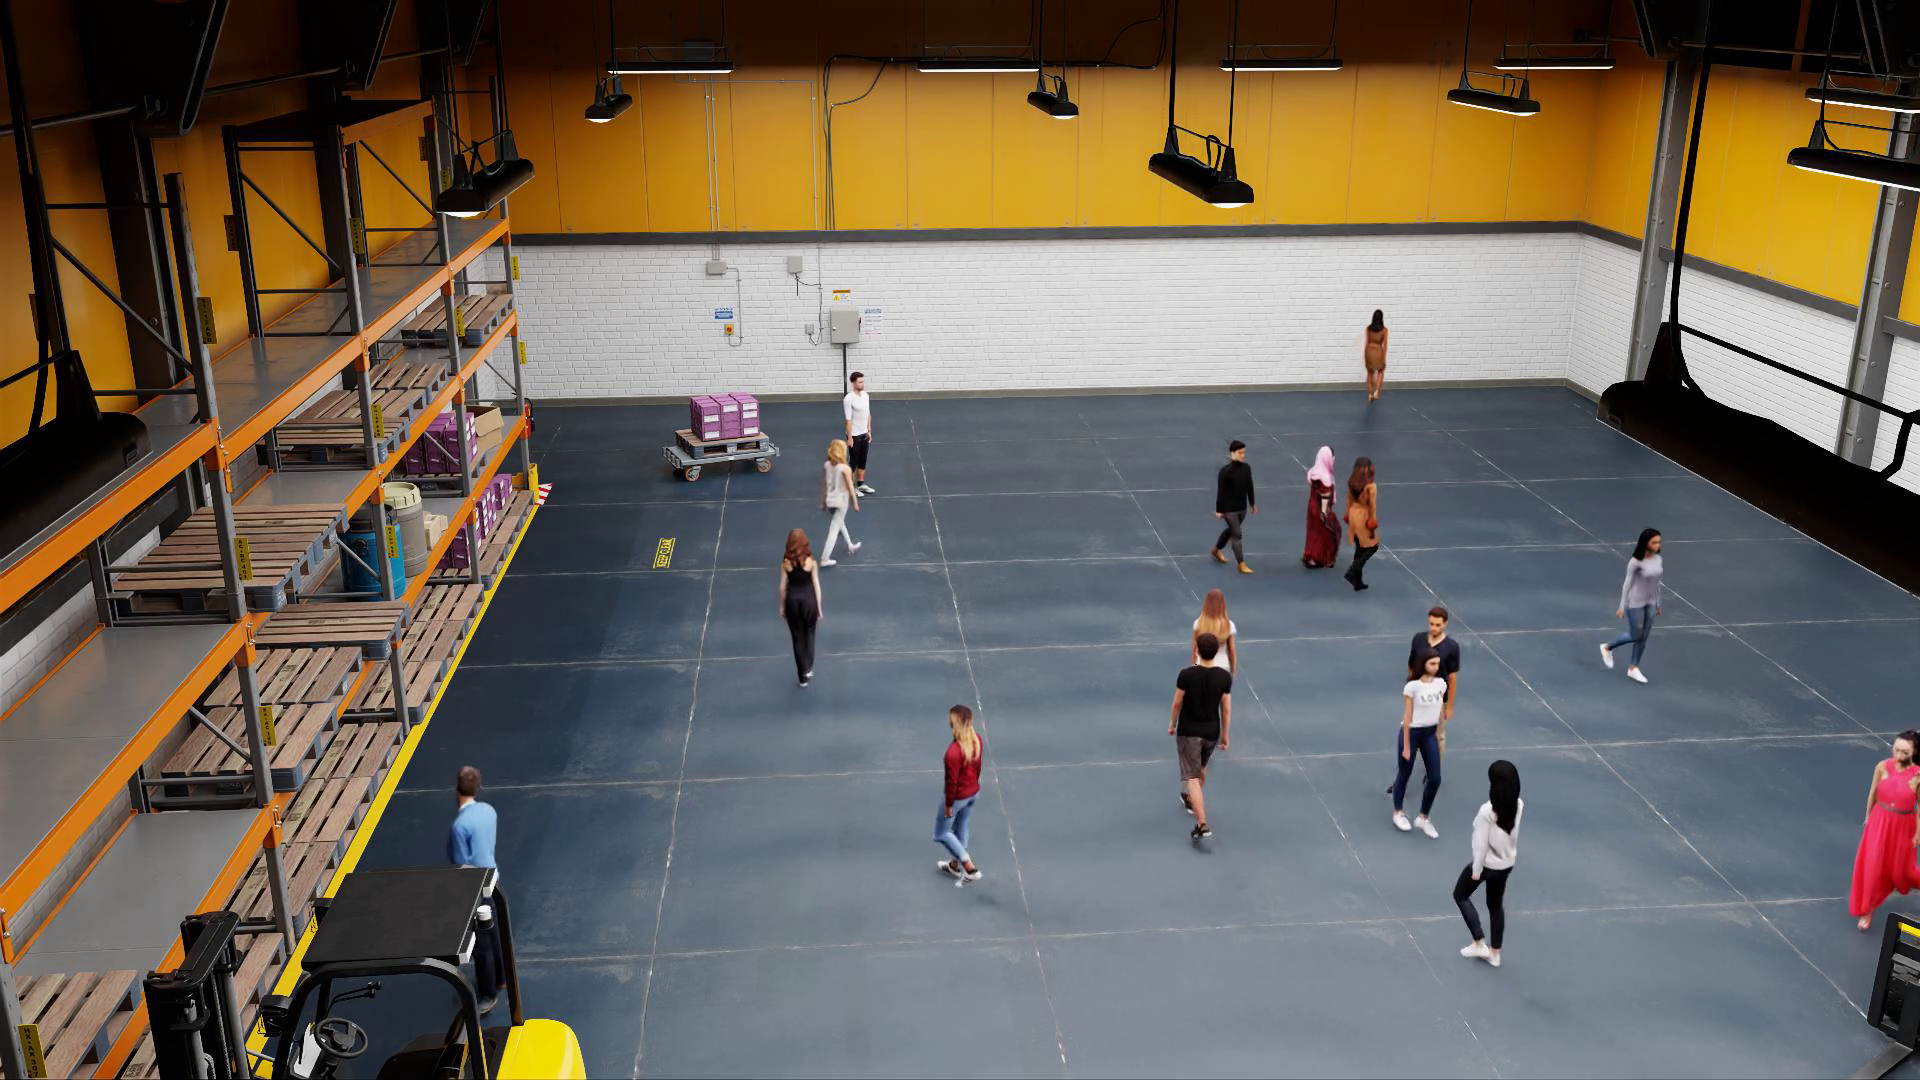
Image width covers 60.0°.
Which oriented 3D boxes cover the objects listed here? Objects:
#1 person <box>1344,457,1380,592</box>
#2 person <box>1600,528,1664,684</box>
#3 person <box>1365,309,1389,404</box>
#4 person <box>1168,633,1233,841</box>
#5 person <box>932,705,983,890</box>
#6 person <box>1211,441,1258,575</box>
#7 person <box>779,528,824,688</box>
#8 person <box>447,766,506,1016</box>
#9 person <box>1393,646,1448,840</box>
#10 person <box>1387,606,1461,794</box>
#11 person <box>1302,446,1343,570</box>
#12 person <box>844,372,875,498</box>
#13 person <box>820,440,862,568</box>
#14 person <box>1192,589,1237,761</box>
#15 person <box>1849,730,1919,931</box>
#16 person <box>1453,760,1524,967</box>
[{"bbox_3d":[4.865,-0.163,20.455,0.919,1.703,0.841,-10,21,-27],"label":"person"},{"bbox_3d":[7.251,0.674,17.944,0.803,1.718,0.901,-10,21,-27],"label":"person"},{"bbox_3d":[7.396,-3.267,29.706,0.672,1.681,0.713,8,20,23],"label":"person"},{"bbox_3d":[2.110,1.741,14.595,0.762,1.834,1.239,-4,19,-12],"label":"person"},{"bbox_3d":[0.039,2.132,13.765,0.927,1.622,0.874,14,23,35],"label":"person"},{"bbox_3d":[3.477,-0.450,21.332,1.002,1.687,1.186,-12,22,-32],"label":"person"},{"bbox_3d":[-1.698,0.743,17.713,0.612,1.736,0.643,-2,19,-6],"label":"person"},{"bbox_3d":[-3.538,2.567,12.215,0.951,1.788,0.639,0,19,-1],"label":"person"},{"bbox_3d":[3.993,1.742,14.711,0.696,1.759,0.772,-5,19,-15],"label":"person"},{"bbox_3d":[4.411,1.447,15.487,1.015,1.822,1.110,12,22,33],"label":"person"},{"bbox_3d":[4.546,-0.404,21.263,0.740,1.643,0.620,-2,19,-6],"label":"person"},{"bbox_3d":[-1.510,-1.564,24.387,0.793,1.848,0.720,13,23,35],"label":"person"},{"bbox_3d":[-1.636,-0.443,21.408,1.077,1.624,1.141,15,24,38],"label":"person"},{"bbox_3d":[2.430,1.323,16.102,0.853,1.664,1.184,5,19,15],"label":"person"},{"bbox_3d":[7.445,2.277,13.213,0.981,1.701,1.000,-14,23,-36],"label":"person"},{"bbox_3d":[4.095,2.490,12.598,0.743,1.689,0.755,-12,22,-31],"label":"person"}]
